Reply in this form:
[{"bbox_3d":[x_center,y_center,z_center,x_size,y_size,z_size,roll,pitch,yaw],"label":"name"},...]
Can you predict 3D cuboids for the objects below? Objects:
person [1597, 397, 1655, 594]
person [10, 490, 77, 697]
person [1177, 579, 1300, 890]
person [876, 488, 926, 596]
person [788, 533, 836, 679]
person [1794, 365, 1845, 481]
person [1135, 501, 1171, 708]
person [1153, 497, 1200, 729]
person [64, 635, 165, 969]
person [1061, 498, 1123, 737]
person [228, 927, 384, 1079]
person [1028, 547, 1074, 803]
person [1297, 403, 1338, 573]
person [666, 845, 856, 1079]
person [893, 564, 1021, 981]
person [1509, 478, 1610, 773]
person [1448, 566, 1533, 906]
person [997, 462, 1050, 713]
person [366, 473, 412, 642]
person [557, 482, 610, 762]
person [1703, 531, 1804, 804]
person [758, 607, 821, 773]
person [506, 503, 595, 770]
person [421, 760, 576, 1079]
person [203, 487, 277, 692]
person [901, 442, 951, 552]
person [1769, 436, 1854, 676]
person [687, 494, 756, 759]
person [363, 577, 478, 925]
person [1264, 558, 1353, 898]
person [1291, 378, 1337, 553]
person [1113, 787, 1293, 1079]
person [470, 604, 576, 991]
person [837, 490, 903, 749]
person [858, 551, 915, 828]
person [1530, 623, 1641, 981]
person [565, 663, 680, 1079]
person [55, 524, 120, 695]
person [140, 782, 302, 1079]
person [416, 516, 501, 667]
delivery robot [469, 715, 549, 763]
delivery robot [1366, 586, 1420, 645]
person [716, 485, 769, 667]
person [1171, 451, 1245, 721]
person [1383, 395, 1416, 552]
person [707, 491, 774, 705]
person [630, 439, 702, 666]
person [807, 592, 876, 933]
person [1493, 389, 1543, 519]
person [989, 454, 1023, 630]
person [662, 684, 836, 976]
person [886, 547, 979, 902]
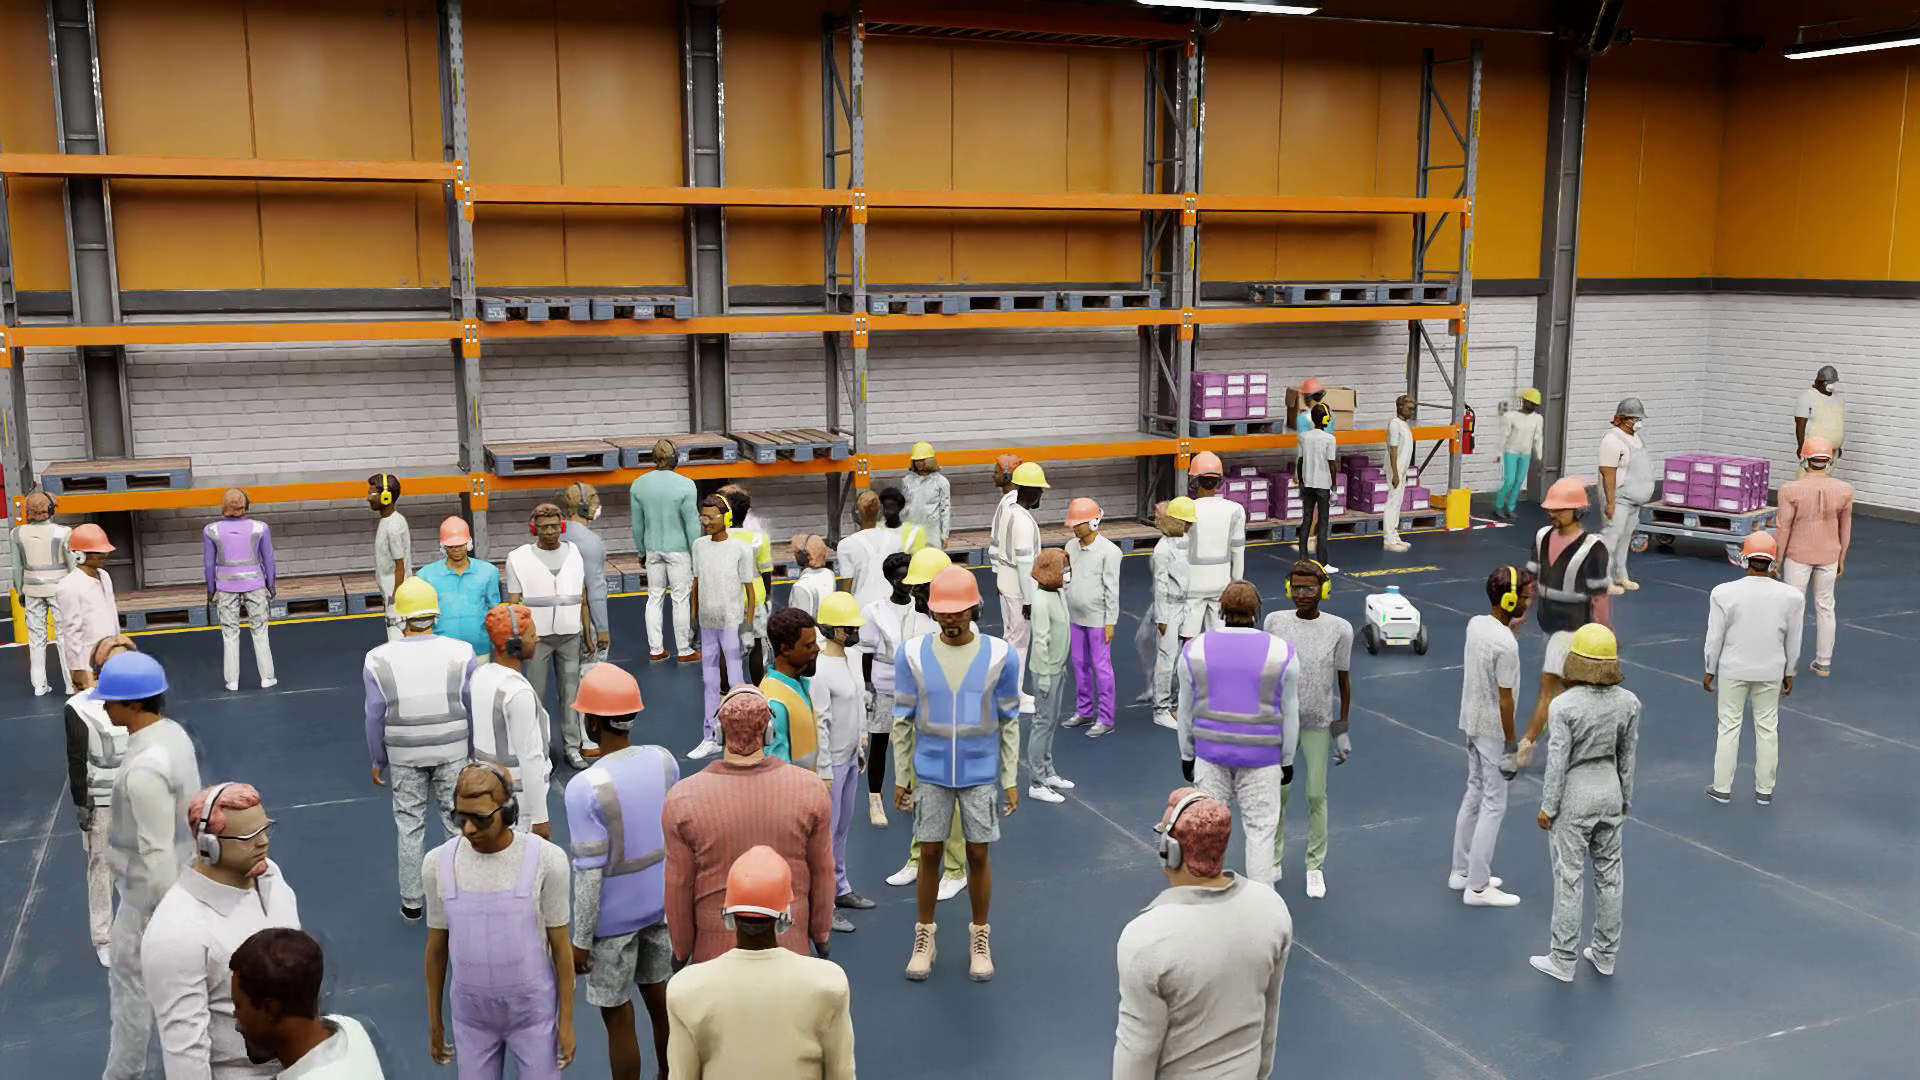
[{"bbox_3d":[6.842,-0.465,17.093,0.535,2.000,0.684,9,13,42],"label":"person"},{"bbox_3d":[-7.168,0.429,13.094,0.523,1.639,0.306,-1,10,-3],"label":"person"},{"bbox_3d":[1.436,1.116,8.620,0.626,1.835,0.432,4,10,20],"label":"person"},{"bbox_3d":[-0.516,0.405,13.191,0.533,1.644,0.875,1,10,8],"label":"person"},{"bbox_3d":[-0.987,0.762,11.174,0.311,1.642,0.512,4,10,20],"label":"person"},{"bbox_3d":[11.240,-1.259,21.669,0.683,2.000,0.536,-2,10,-12],"label":"person"},{"bbox_3d":[1.547,0.503,12.713,0.524,1.617,0.512,-1,10,-8],"label":"person"},{"bbox_3d":[1.610,0.530,12.257,0.322,1.729,0.486,7,12,36],"label":"person"},{"bbox_3d":[-4.144,1.271,8.241,0.310,1.642,0.514,6,12,33],"label":"person"},{"bbox_3d":[0.924,0.549,12.124,0.355,1.736,0.577,-8,12,-38],"label":"person"},{"bbox_3d":[-1.466,1.860,4.136,0.566,1.889,0.624,-2,10,-14],"label":"person"},{"bbox_3d":[0.585,0.850,10.686,0.275,1.632,0.507,3,10,16],"label":"person"},{"bbox_3d":[3.910,-0.564,18.154,0.328,1.872,0.514,-9,13,-43],"label":"person"},{"bbox_3d":[-0.592,1.774,5.015,0.564,1.753,0.336,-1,10,-4],"label":"person"},{"bbox_3d":[-0.018,1.118,7.965,0.611,2.042,0.394,1,10,4],"label":"person"},{"bbox_3d":[4.006,0.572,11.259,1.050,1.984,0.617,-3,10,-19],"label":"person"},{"bbox_3d":[2.859,1.047,8.925,0.338,1.855,0.526,-1,10,-6],"label":"person"},{"bbox_3d":[0.483,0.363,12.675,0.396,1.920,0.587,-1,10,-7],"label":"person"},{"bbox_3d":[-4.253,0.430,12.428,0.328,1.872,0.514,-4,11,-23],"label":"person"},{"bbox_3d":[-2.600,0.559,11.490,0.372,1.940,0.630,-8,13,-39],"label":"person"},{"bbox_3d":[5.021,0.810,10.574,0.568,1.751,0.329,2,10,11],"label":"person"},{"bbox_3d":[-0.803,1.245,7.594,0.398,1.920,0.590,0,10,1],"label":"person"},{"bbox_3d":[-2.753,0.657,11.191,0.570,1.843,0.372,-6,11,-30],"label":"person"},{"bbox_3d":[-1.561,1.626,5.657,0.515,1.833,0.354,0,10,1],"label":"person"},{"bbox_3d":[-5.735,0.398,13.274,0.522,1.638,0.310,-4,10,-20],"label":"person"},{"bbox_3d":[-0.336,-0.057,15.599,0.492,1.742,0.323,4,11,21],"label":"person"},{"bbox_3d":[7.015,0.139,13.744,0.613,1.995,0.390,1,10,4],"label":"person"},{"bbox_3d":[-1.650,0.604,11.424,0.532,1.870,0.319,4,11,24],"label":"person"},{"bbox_3d":[-2.781,1.097,8.689,0.588,1.835,0.403,-3,10,-16],"label":"person"},{"bbox_3d":[1.864,1.015,9.052,0.520,1.874,0.332,4,11,21],"label":"person"},{"bbox_3d":[4.104,-0.872,19.430,0.614,2.040,0.390,-8,13,-38],"label":"person"},{"bbox_3d":[0.693,1.686,5.089,0.641,1.909,0.409,-7,12,-35],"label":"person"},{"bbox_3d":[-2.082,1.225,7.811,0.354,1.883,0.576,-8,13,-38],"label":"person"},{"bbox_3d":[-0.644,0.558,11.763,0.508,1.846,0.345,-6,12,-31],"label":"person"},{"bbox_3d":[-0.369,0.905,10.187,0.531,1.698,0.320,-5,11,-26],"label":"person"},{"bbox_3d":[3.012,1.257,8.028,0.493,1.743,0.295,-3,10,-16],"label":"person"},{"bbox_3d":[-1.325,1.430,6.467,0.375,1.939,0.546,6,12,31],"label":"person"},{"bbox_3d":[-5.642,0.757,10.879,0.341,1.750,0.567,-1,10,-3],"label":"person"},{"bbox_3d":[-2.205,1.672,5.168,0.408,1.906,0.654,1,10,4],"label":"person"},{"bbox_3d":[-3.353,0.705,11.176,0.571,1.751,0.329,-4,11,-23],"label":"person"},{"bbox_3d":[-3.110,1.280,11.047,0.707,0.478,0.477,-6,11,-30],"label":"delivery robot"},{"bbox_3d":[3.818,0.648,14.685,0.477,0.478,0.707,0,10,2],"label":"delivery robot"},{"bbox_3d":[-1.838,0.356,13.746,0.517,1.630,0.774,4,11,23],"label":"person"},{"bbox_3d":[1.798,0.358,12.344,0.616,2.041,0.379,-3,10,-17],"label":"person"},{"bbox_3d":[5.152,-0.785,19.517,0.343,1.839,0.506,5,11,26],"label":"person"},{"bbox_3d":[-1.684,0.472,12.686,0.535,1.697,0.318,0,10,-2],"label":"person"},{"bbox_3d":[-2.472,0.107,14.092,0.627,1.940,0.372,3,10,18],"label":"person"},{"bbox_3d":[-0.624,1.135,8.665,0.314,1.769,0.525,3,10,17],"label":"person"},{"bbox_3d":[7.332,-1.123,21.773,0.555,1.720,0.512,-2,10,-10],"label":"person"},{"bbox_3d":[0.394,0.237,13.503,0.355,1.883,0.575,1,10,7],"label":"person"},{"bbox_3d":[-0.791,1.480,6.275,0.643,1.909,0.409,-2,10,-14],"label":"person"},{"bbox_3d":[-0.146,0.988,9.046,0.586,1.928,0.364,9,14,43],"label":"person"}]
